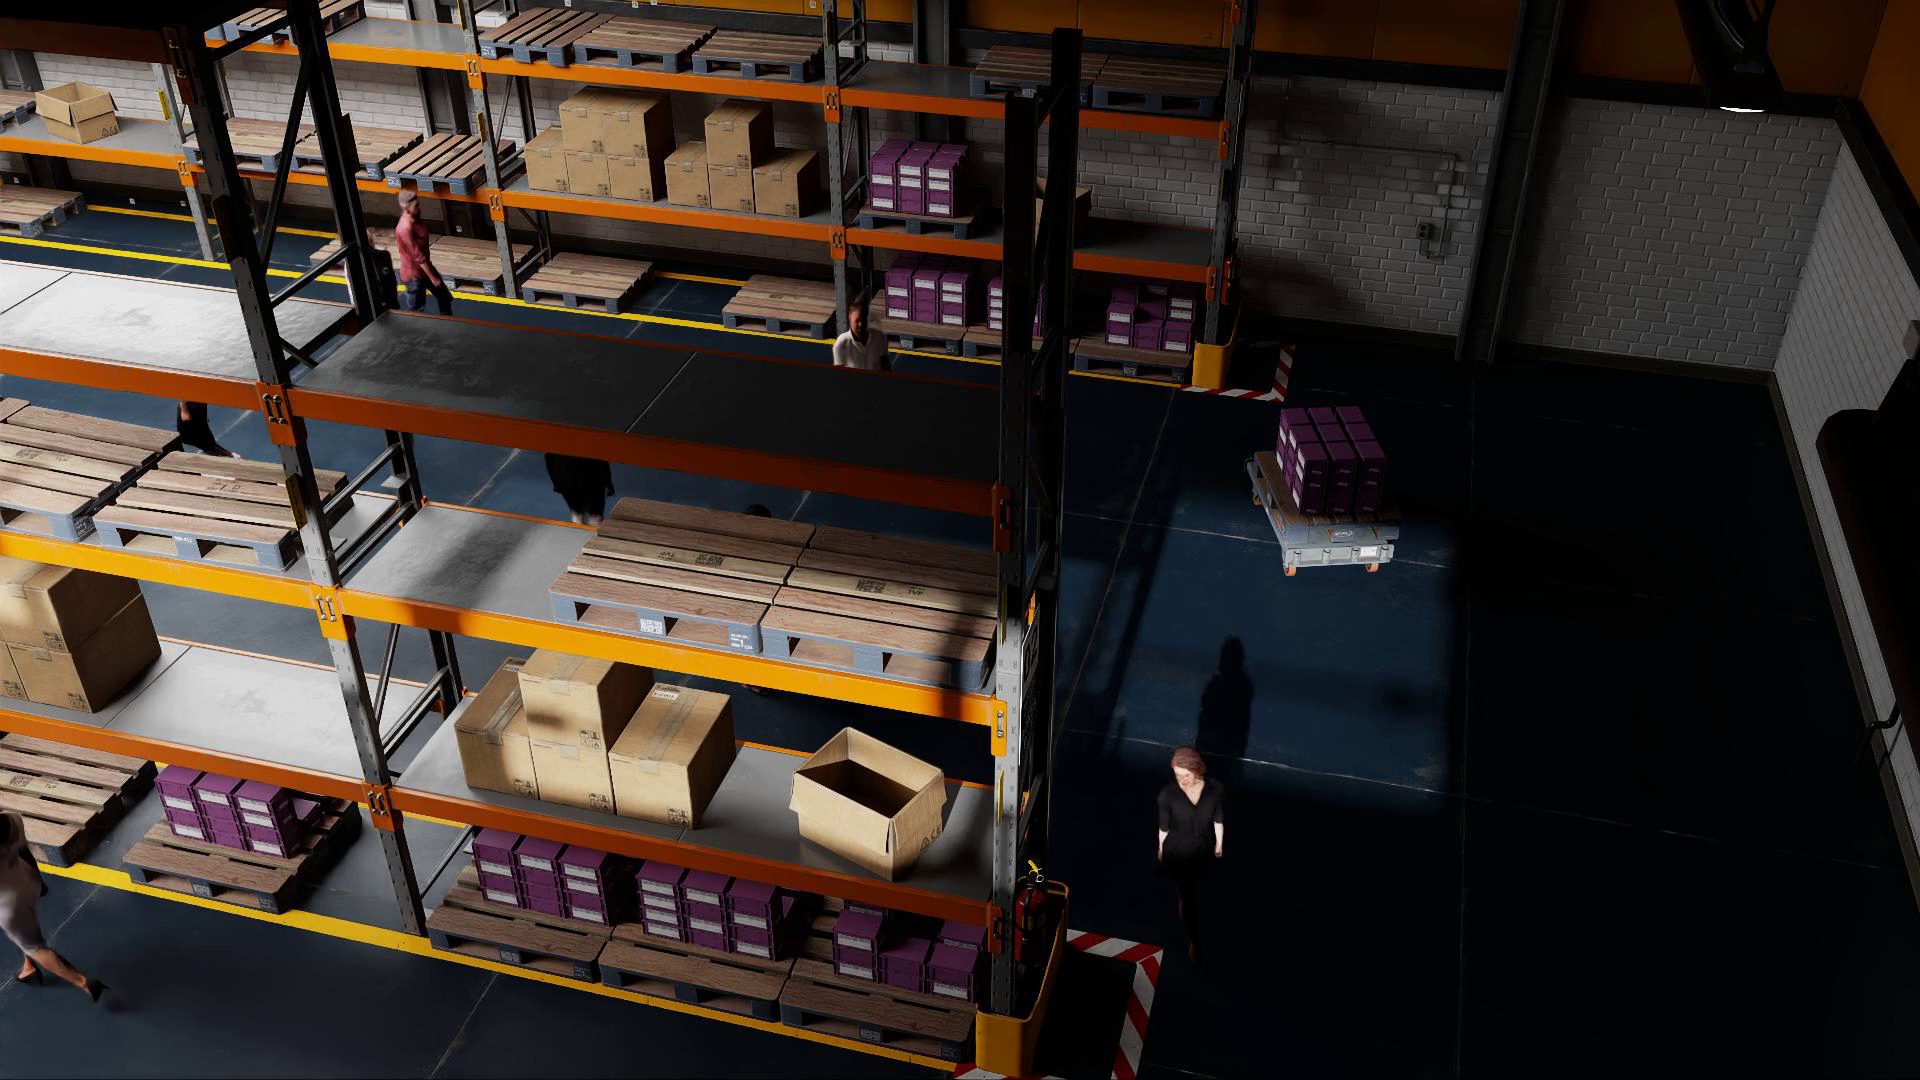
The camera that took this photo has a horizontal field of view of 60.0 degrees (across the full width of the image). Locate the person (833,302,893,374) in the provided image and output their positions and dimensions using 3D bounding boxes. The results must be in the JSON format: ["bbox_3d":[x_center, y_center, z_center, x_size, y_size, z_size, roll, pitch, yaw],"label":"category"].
[{"bbox_3d":[-0.908,-1.407,15.406,1.253,1.806,1.185,-10,35,-15],"label":"person"}]

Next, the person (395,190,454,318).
[{"bbox_3d":[-5.802,-2.808,17.514,1.008,1.806,0.837,0,34,-1],"label":"person"}]

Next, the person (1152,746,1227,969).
[{"bbox_3d":[1.411,1.908,10.540,1.044,1.671,0.976,-10,35,-14],"label":"person"}]

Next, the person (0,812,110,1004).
[{"bbox_3d":[-5.667,2.187,10.076,1.014,1.721,0.574,9,35,13],"label":"person"}]

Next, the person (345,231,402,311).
[{"bbox_3d":[-5.905,-2.331,16.788,0.816,1.816,0.790,24,40,31],"label":"person"}]
